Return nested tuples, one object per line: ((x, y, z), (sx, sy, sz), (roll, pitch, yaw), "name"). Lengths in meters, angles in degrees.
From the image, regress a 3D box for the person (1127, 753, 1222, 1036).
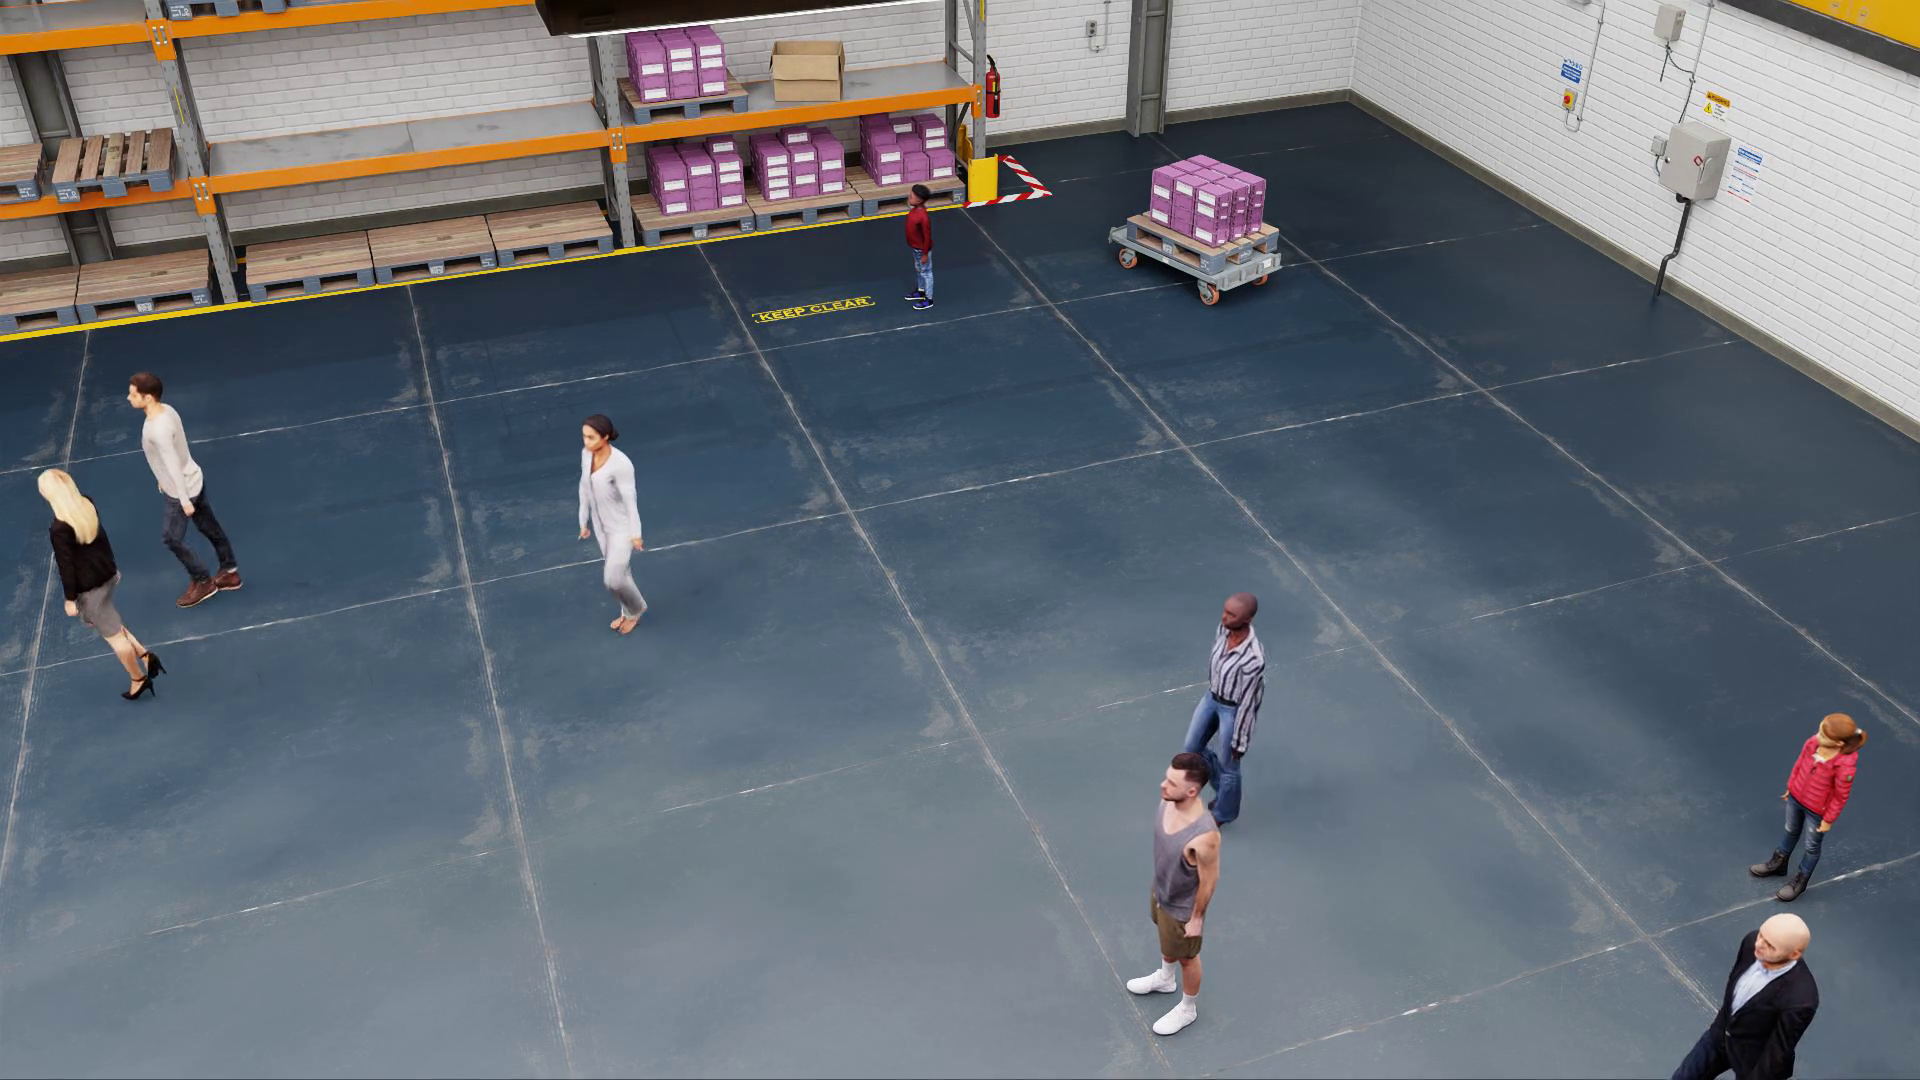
((1.157, 1.815, 8.665), (0.566, 1.845, 0.621), (-10, 35, -15), "person")

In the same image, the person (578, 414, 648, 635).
((-2.376, -0.149, 11.728), (0.780, 1.725, 0.797), (24, 41, 32), "person")

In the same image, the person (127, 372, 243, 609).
((-5.500, -0.386, 11.968), (0.655, 1.853, 0.649), (-9, 35, -14), "person")

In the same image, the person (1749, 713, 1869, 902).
((4.931, 1.513, 9.599), (0.482, 1.313, 0.504), (-10, 35, -15), "person")

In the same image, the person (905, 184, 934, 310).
((-0.373, -2.891, 16.278), (0.479, 1.253, 0.504), (-10, 35, -15), "person")

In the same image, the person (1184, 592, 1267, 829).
((1.678, 1.024, 9.909), (0.608, 1.784, 0.657), (-13, 36, -18), "person")

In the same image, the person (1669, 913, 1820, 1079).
((3.791, 2.402, 7.846), (1.056, 1.774, 0.847), (-5, 34, -7), "person")

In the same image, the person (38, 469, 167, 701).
((-5.573, 0.321, 10.921), (0.727, 1.834, 0.678), (-4, 34, -6), "person")
